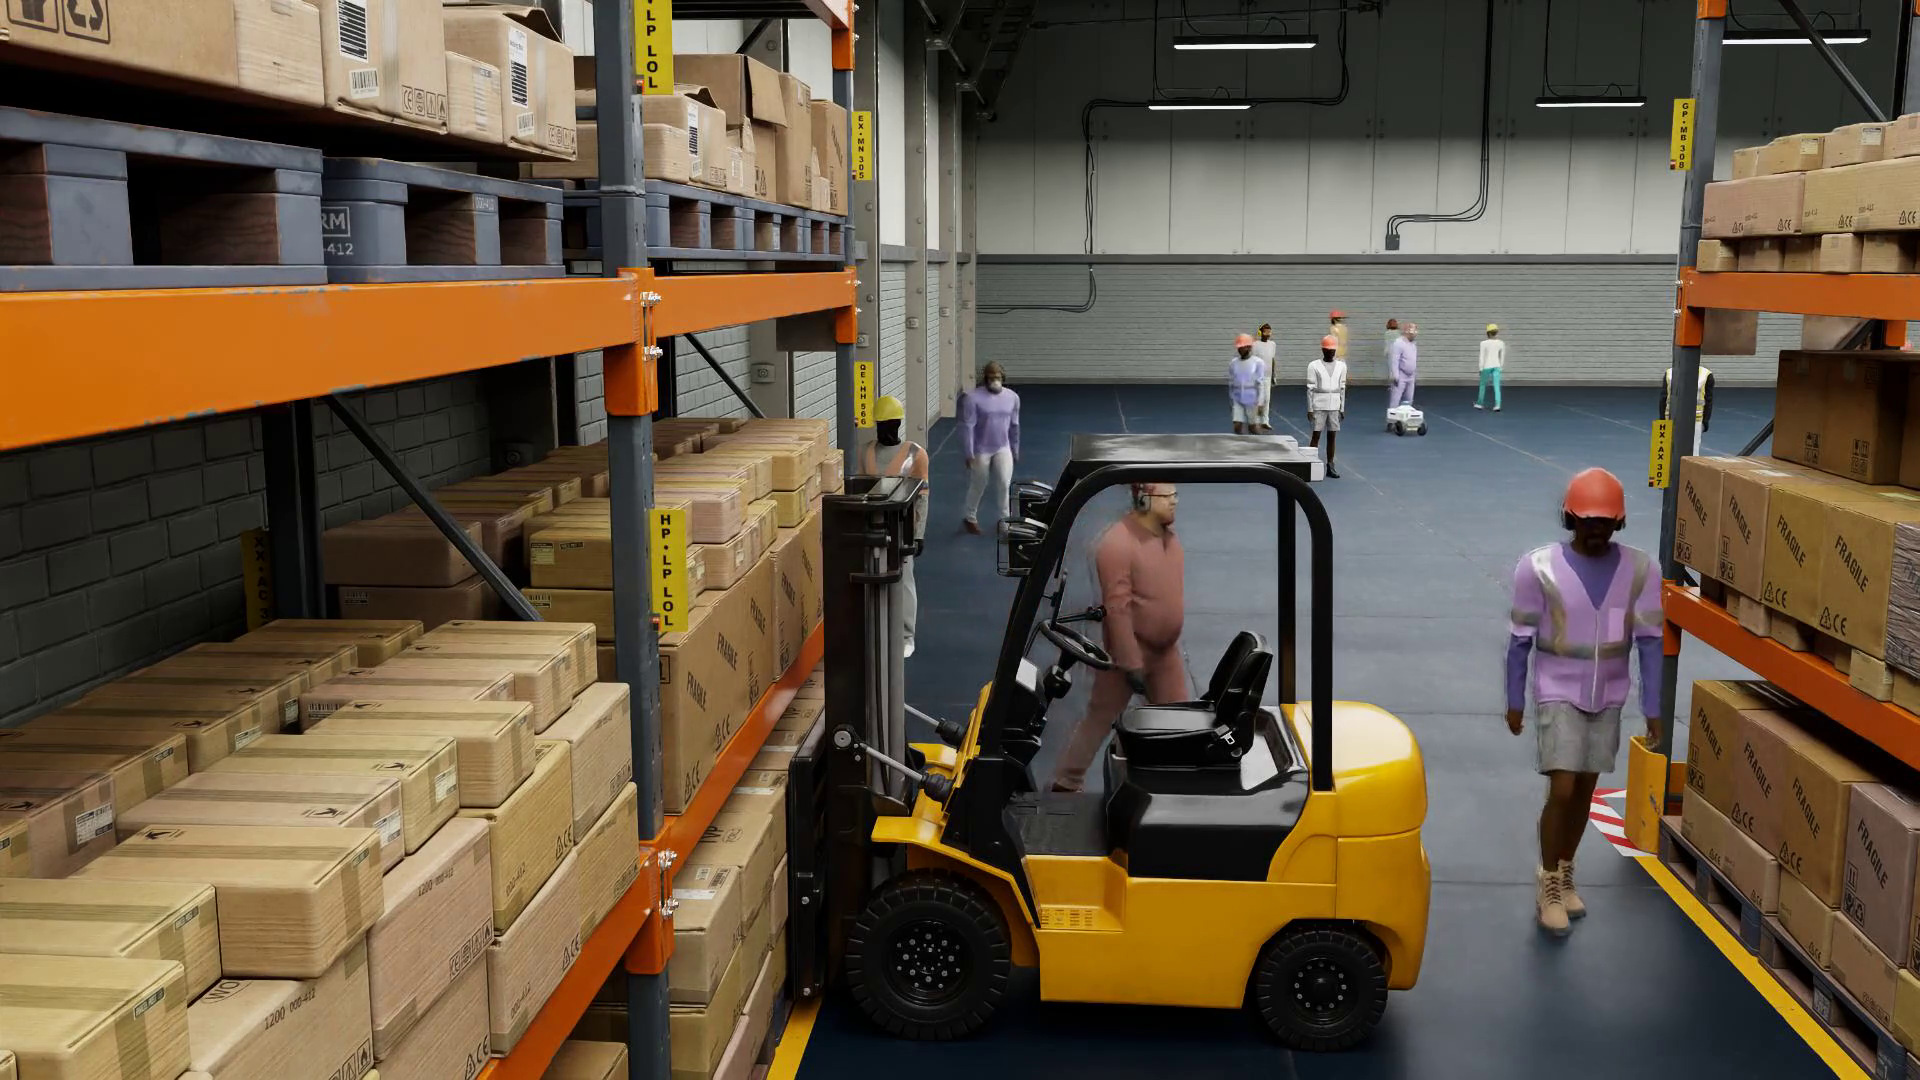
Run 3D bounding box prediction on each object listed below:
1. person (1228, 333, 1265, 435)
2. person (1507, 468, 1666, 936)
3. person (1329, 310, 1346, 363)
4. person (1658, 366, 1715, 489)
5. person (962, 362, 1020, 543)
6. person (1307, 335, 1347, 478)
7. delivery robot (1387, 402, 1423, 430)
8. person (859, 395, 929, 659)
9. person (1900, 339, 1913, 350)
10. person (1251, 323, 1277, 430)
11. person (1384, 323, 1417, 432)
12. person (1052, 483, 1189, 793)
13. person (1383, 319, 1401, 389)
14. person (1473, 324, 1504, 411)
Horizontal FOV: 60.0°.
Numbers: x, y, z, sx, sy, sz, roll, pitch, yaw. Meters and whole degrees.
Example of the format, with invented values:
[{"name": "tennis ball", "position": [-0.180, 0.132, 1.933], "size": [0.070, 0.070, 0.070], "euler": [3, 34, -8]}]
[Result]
[{"name": "person", "position": [4.099, -2.002, 23.756], "size": [0.553, 1.912, 0.653], "euler": [5, 11, 28]}, {"name": "person", "position": [2.698, 0.694, 7.143], "size": [0.607, 2.014, 0.707], "euler": [0, 9, 1]}, {"name": "person", "position": [8.051, -4.034, 36.107], "size": [0.558, 1.907, 0.829], "euler": [-8, 12, -41]}, {"name": "person", "position": [9.229, -1.544, 21.197], "size": [0.633, 1.843, 0.429], "euler": [6, 11, 33]}, {"name": "person", "position": [0.315, -0.928, 17.380], "size": [0.673, 1.886, 1.032], "euler": [-3, 10, -18]}, {"name": "person", "position": [4.939, -1.792, 22.407], "size": [0.545, 1.940, 0.352], "euler": [-1, 9, -9]}, {"name": "delivery robot", "position": [7.540, -2.101, 28.180], "size": [0.477, 0.478, 0.707], "euler": [-2, 10, -13]}, {"name": "person", "position": [-0.512, -0.094, 12.148], "size": [0.585, 1.929, 0.371], "euler": [5, 11, 27]}, {"name": "person", "position": [11.355, -1.443, 20.166], "size": [0.430, 1.980, 0.643], "euler": [-7, 12, -37]}, {"name": "person", "position": [5.295, -2.840, 29.020], "size": [0.516, 1.861, 0.314], "euler": [-4, 10, -25]}, {"name": "person", "position": [7.654, -2.812, 28.834], "size": [0.829, 1.872, 0.399], "euler": [-8, 12, -39]}, {"name": "person", "position": [0.897, 0.549, 8.473], "size": [0.995, 1.869, 0.631], "euler": [9, 13, 43]}, {"name": "person", "position": [10.062, -4.336, 38.744], "size": [0.504, 1.632, 0.270], "euler": [-5, 11, -29]}, {"name": "person", "position": [10.490, -3.405, 32.861], "size": [0.545, 1.715, 0.925], "euler": [-1, 9, -7]}]
